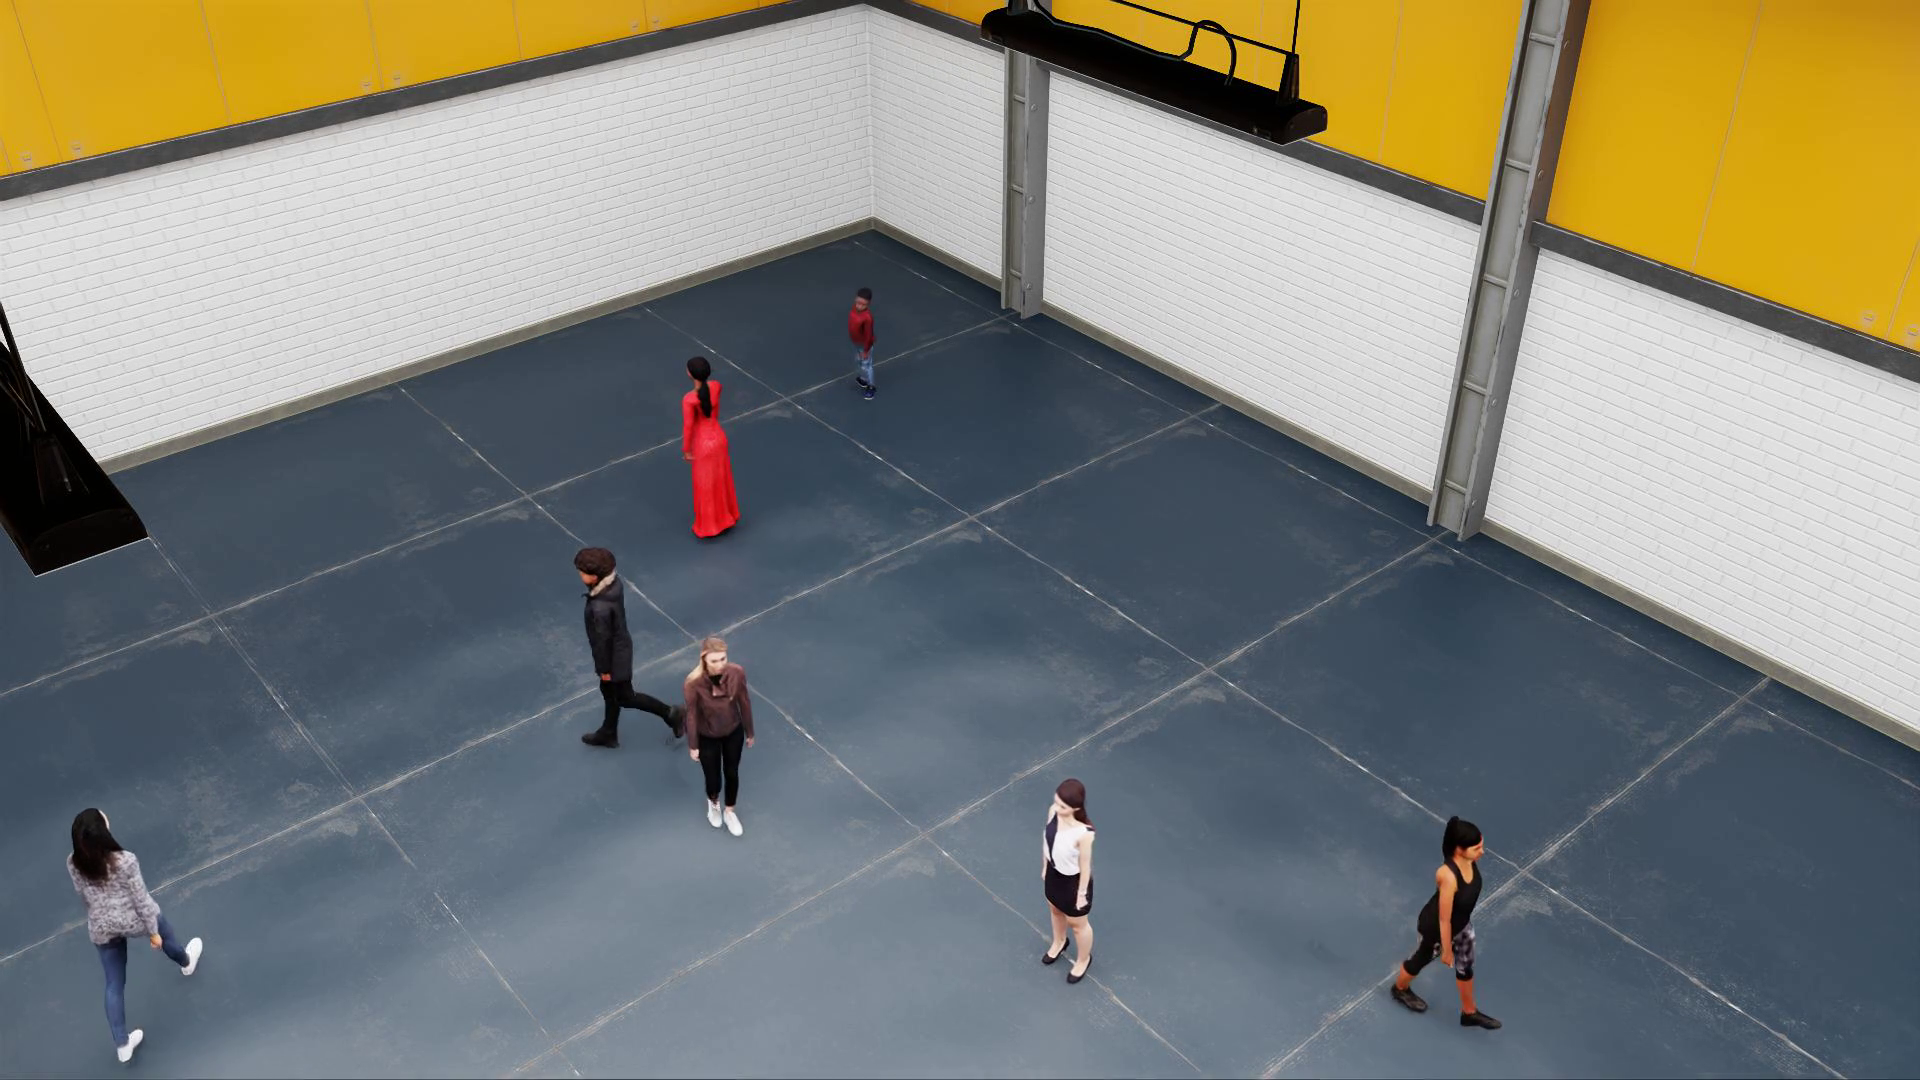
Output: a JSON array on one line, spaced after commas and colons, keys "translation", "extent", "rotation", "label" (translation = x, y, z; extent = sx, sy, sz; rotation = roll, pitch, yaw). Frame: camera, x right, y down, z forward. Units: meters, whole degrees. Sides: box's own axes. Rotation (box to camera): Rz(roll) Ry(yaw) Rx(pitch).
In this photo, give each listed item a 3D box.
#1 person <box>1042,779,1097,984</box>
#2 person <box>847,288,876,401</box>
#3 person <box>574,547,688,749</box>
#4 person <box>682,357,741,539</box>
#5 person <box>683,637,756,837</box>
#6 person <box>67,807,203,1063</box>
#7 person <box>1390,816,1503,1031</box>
[{"translation": [0.689, 2.141, 10.492], "extent": [0.596, 1.646, 0.443], "rotation": [-24, 41, -32], "label": "person"}, {"translation": [-1.001, -2.091, 17.229], "extent": [0.763, 1.237, 0.516], "rotation": [-9, 35, -14], "label": "person"}, {"translation": [-2.488, 0.845, 12.355], "extent": [1.114, 1.743, 1.117], "rotation": [-2, 34, -4], "label": "person"}, {"translation": [-2.232, -0.834, 14.842], "extent": [0.657, 1.786, 0.691], "rotation": [22, 40, 30], "label": "person"}, {"translation": [-1.713, 1.327, 11.670], "extent": [0.672, 1.698, 0.654], "rotation": [-16, 37, -22], "label": "person"}, {"translation": [-5.110, 2.401, 10.075], "extent": [1.122, 1.677, 1.253], "rotation": [-1, 34, -1], "label": "person"}, {"translation": [2.907, 2.317, 10.230], "extent": [0.983, 1.644, 0.729], "rotation": [24, 40, 31], "label": "person"}]
